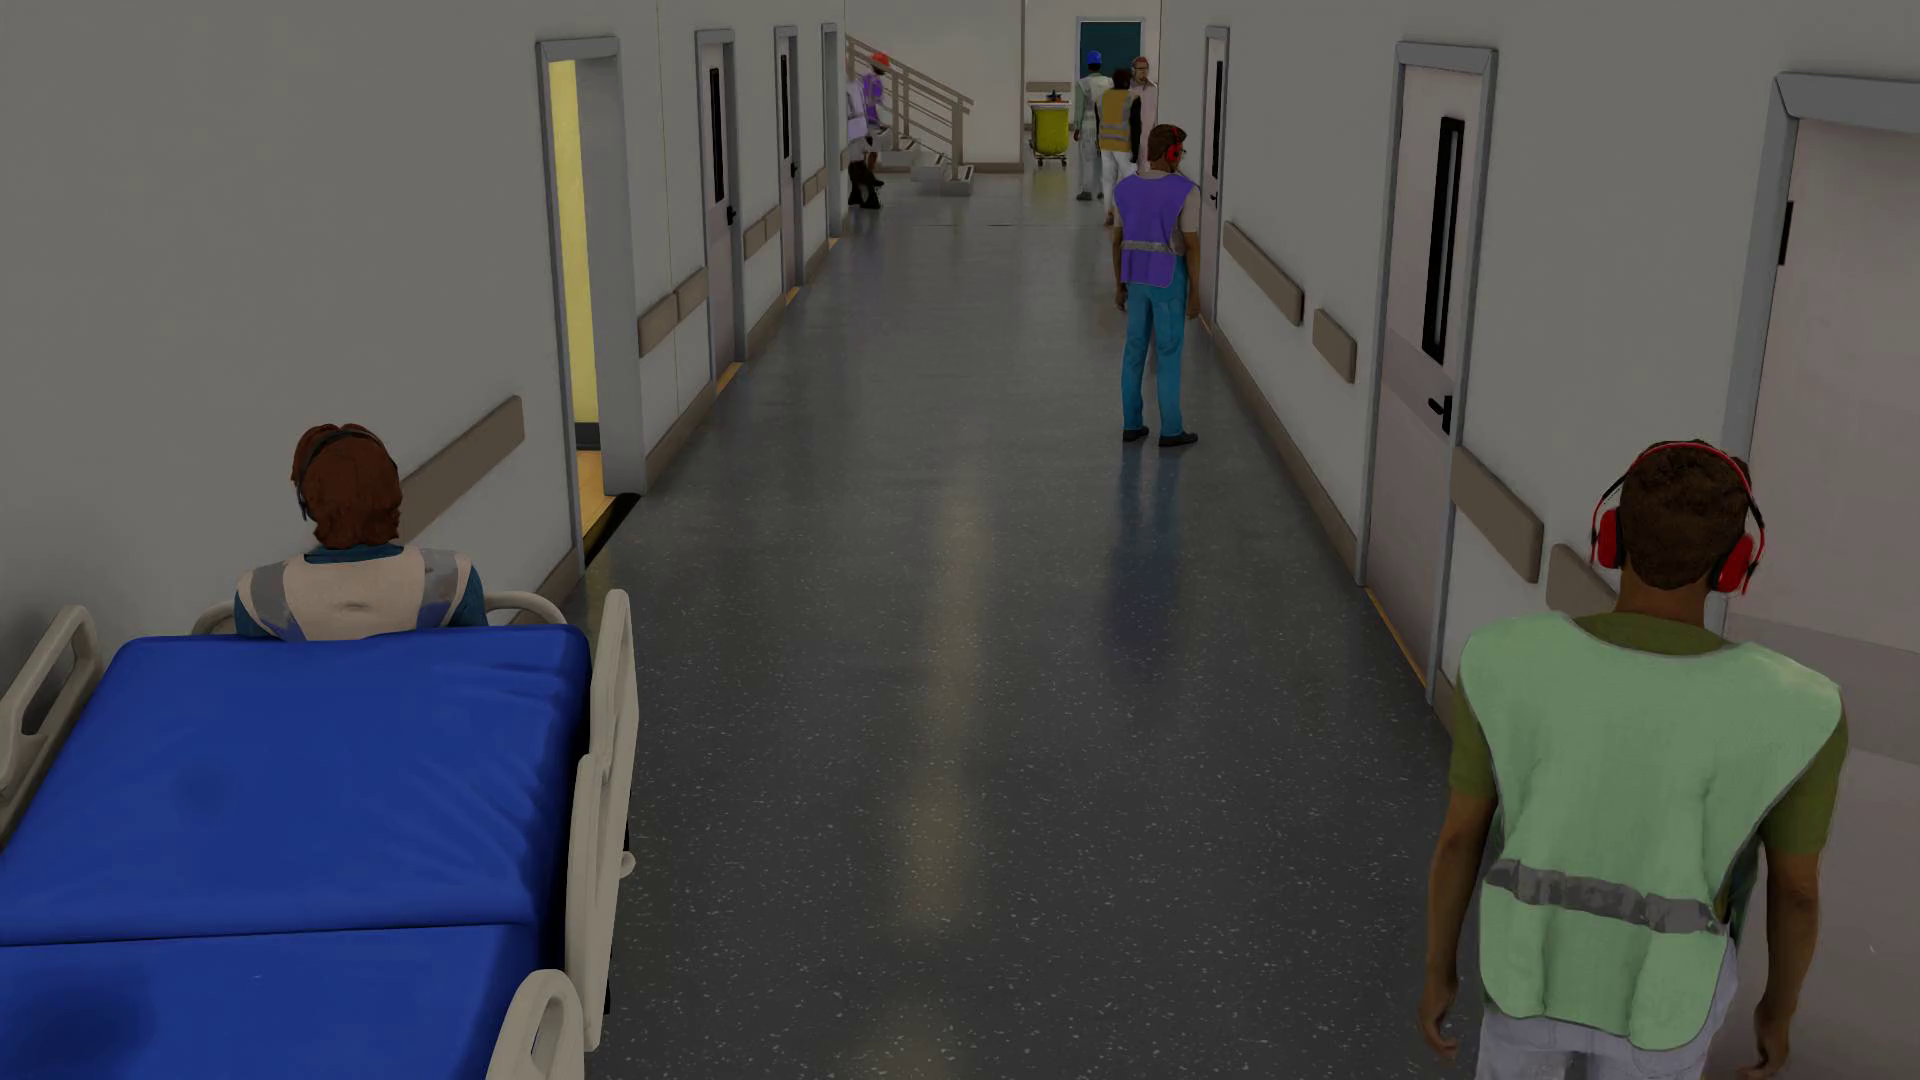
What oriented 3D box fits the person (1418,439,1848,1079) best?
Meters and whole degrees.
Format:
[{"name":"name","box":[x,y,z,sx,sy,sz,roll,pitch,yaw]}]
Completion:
[{"name":"person","box":[1.076,0.728,2.754,0.576,1.826,0.501,9,20,26]}]

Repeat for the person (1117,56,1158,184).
[{"name":"person","box":[2.234,-5.074,20.860,0.652,1.906,0.402,-10,20,-29]}]

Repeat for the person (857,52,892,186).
[{"name":"person","box":[-1.281,-6.086,24.078,0.485,1.885,0.706,-7,19,-22]}]

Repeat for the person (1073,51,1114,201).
[{"name":"person","box":[1.785,-5.513,22.175,0.605,1.944,0.403,-8,19,-22]}]

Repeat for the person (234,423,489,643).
[{"name":"person","box":[-1.242,0.553,3.604,0.521,1.645,0.307,-6,18,-17]}]

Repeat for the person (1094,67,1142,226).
[{"name":"person","box":[1.856,-4.596,19.480,0.633,1.830,0.438,12,21,33]}]

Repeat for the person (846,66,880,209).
[{"name":"person","box":[-1.372,-5.158,21.156,0.766,1.876,0.544,7,19,20]}]

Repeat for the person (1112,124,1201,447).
[{"name":"person","box":[1.122,-1.450,9.588,0.564,1.836,0.395,14,22,37]}]
